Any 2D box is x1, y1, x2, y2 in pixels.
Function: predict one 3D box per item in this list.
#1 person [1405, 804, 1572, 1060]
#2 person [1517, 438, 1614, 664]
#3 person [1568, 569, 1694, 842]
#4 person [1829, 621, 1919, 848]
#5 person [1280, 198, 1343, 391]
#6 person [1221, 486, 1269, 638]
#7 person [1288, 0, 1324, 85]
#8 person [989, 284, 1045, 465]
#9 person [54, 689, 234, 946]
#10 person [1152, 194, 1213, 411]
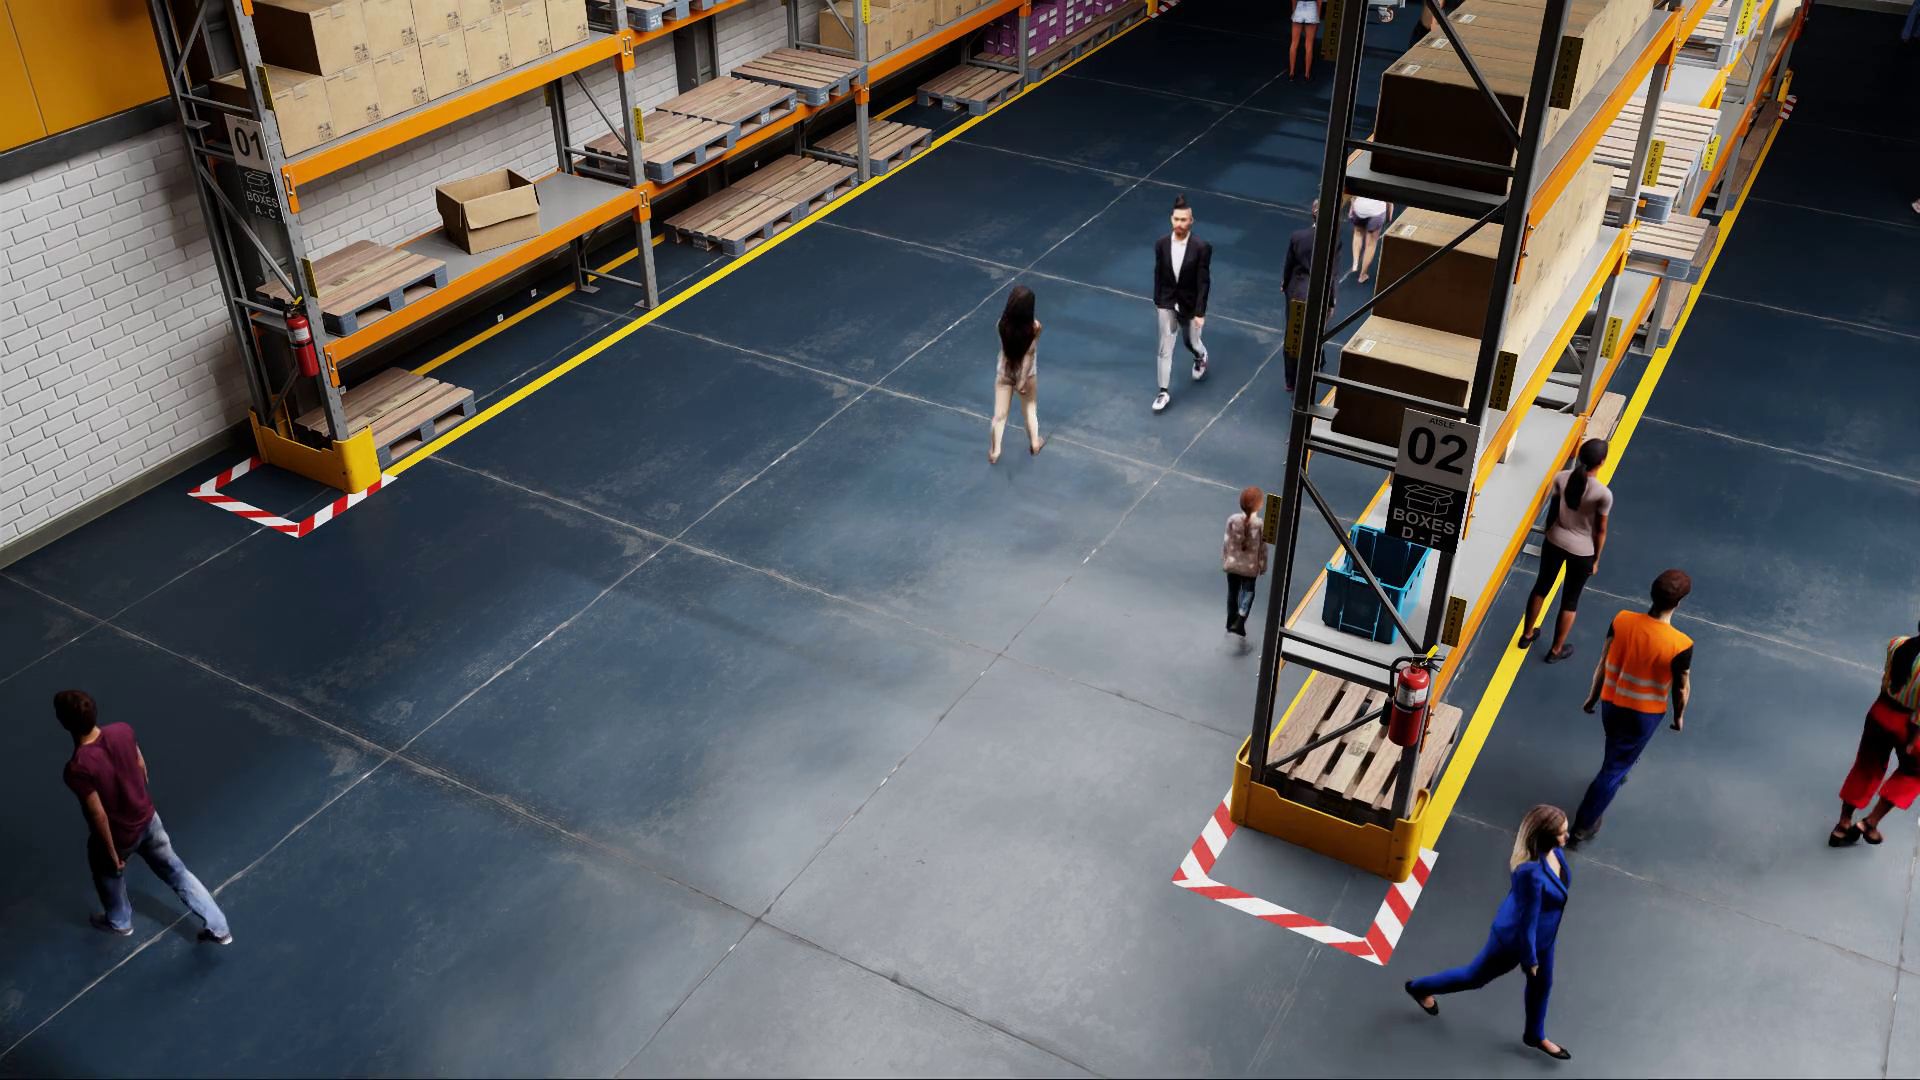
[{"bbox_3d":[2.844,2.050,8.775,0.682,1.665,1.068,19,38,26],"label":"person"},{"bbox_3d":[4.271,0.067,11.687,0.628,1.743,0.655,-27,42,-34],"label":"person"},{"bbox_3d":[4.045,1.059,10.106,0.877,1.842,1.267,27,42,34],"label":"person"},{"bbox_3d":[5.537,1.166,10.000,0.826,1.779,0.762,-13,36,-19],"label":"person"},{"bbox_3d":[3.130,-2.198,15.052,0.779,1.790,0.941,12,35,17],"label":"person"},{"bbox_3d":[2.024,0.185,12.016,0.543,1.182,0.677,13,36,18],"label":"person"},{"bbox_3d":[4.649,-7.050,22.396,0.582,1.741,0.505,17,37,23],"label":"person"},{"bbox_3d":[0.504,-1.467,14.084,0.698,1.645,0.868,12,35,17],"label":"person"},{"bbox_3d":[-4.584,1.622,9.290,0.873,1.806,1.163,12,35,17],"label":"person"},{"bbox_3d":[2.025,-2.166,14.886,0.733,1.922,1.177,16,37,22],"label":"person"}]
